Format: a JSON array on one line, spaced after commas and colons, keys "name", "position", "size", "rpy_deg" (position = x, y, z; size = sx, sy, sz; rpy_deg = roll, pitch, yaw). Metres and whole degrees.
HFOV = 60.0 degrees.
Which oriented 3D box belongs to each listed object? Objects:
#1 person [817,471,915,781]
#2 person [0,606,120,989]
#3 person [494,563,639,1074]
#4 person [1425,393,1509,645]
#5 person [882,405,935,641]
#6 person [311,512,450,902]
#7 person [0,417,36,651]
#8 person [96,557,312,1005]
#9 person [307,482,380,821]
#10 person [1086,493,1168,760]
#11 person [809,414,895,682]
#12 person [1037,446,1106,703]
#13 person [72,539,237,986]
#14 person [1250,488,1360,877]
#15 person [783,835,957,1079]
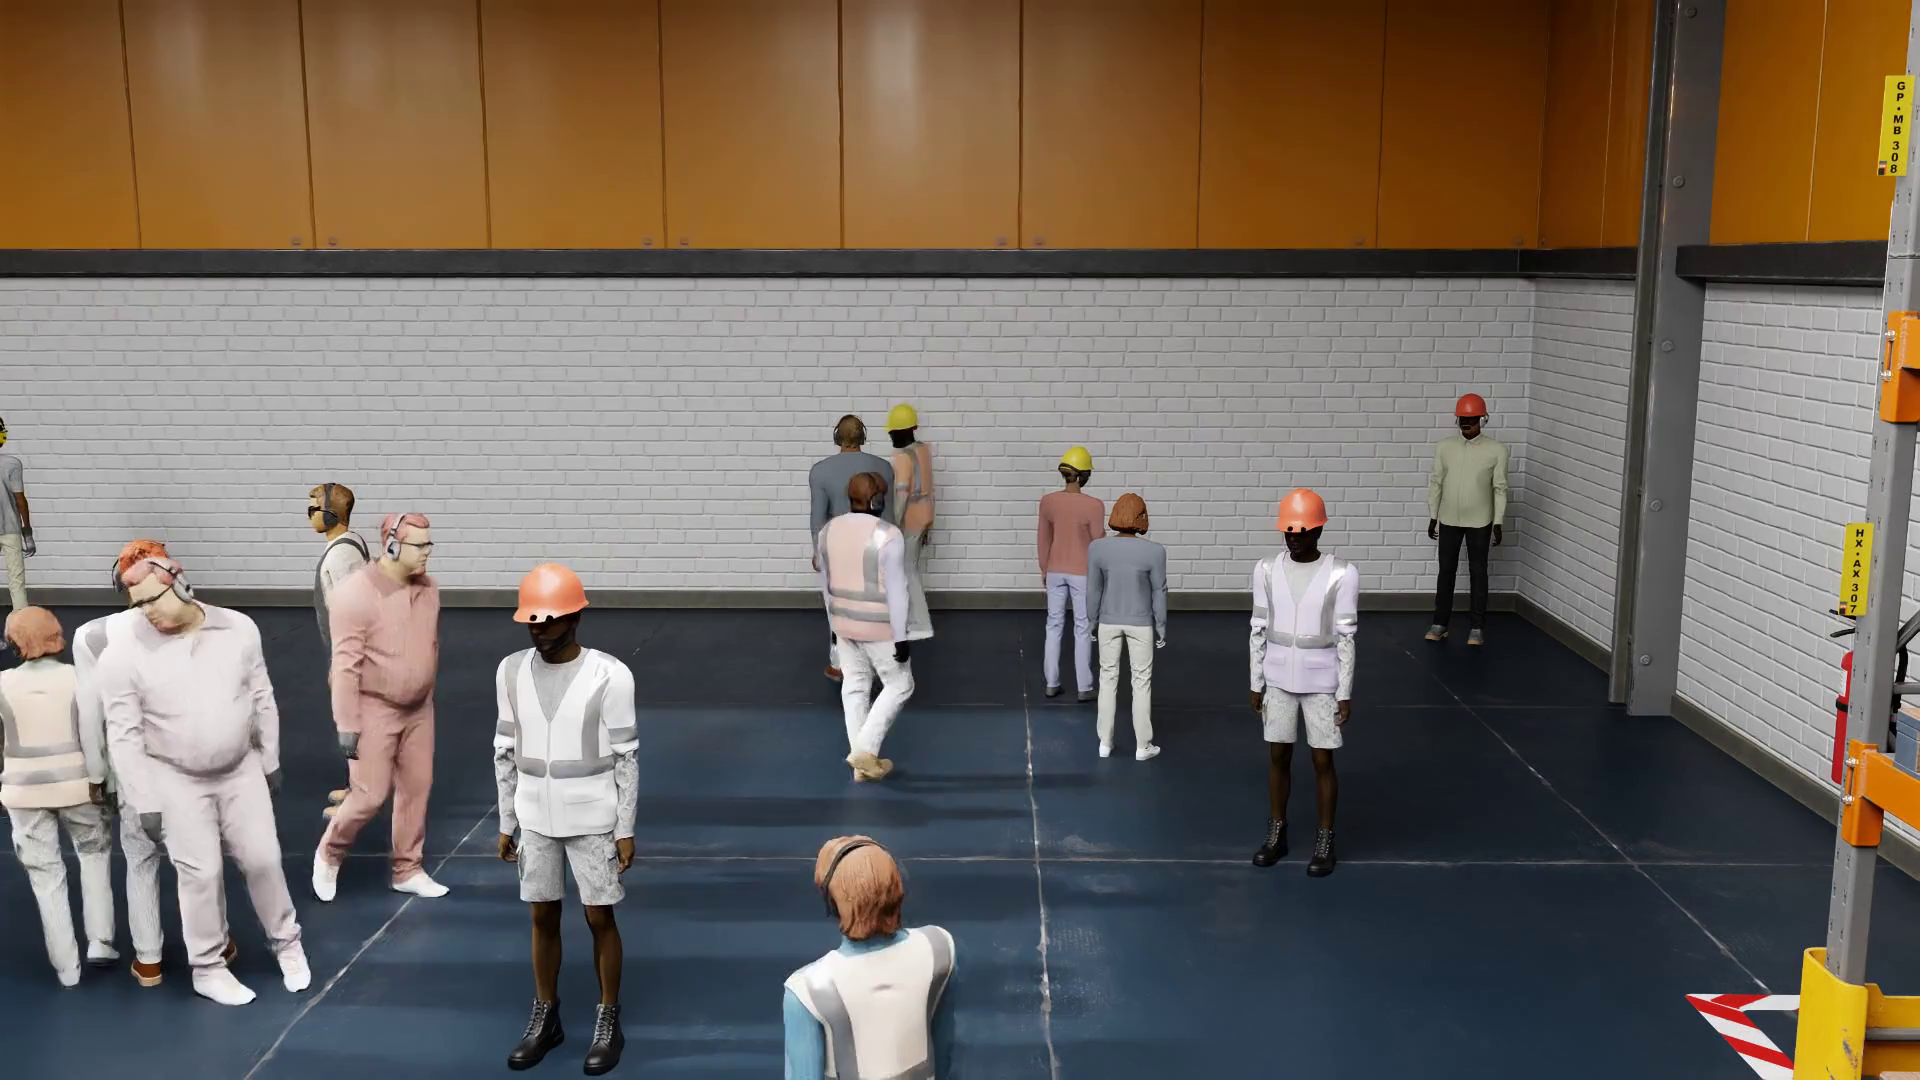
[{"name": "person", "position": [-0.531, 0.513, 9.622], "size": [0.653, 1.830, 0.434], "rpy_deg": [7, 12, 37]}, {"name": "person", "position": [-3.783, 1.067, 6.949], "size": [0.514, 1.618, 0.397], "rpy_deg": [-5, 11, -26]}, {"name": "person", "position": [-1.469, 1.036, 6.176], "size": [0.550, 1.935, 0.376], "rpy_deg": [2, 10, 10]}, {"name": "person", "position": [4.014, -0.166, 13.202], "size": [0.611, 1.996, 0.379], "rpy_deg": [6, 11, 31]}, {"name": "person", "position": [-0.396, -0.140, 13.389], "size": [0.547, 1.896, 0.646], "rpy_deg": [3, 10, 18]}, {"name": "person", "position": [-2.753, 0.789, 7.854], "size": [0.620, 1.876, 0.667], "rpy_deg": [4, 10, 24]}, {"name": "person", "position": [-7.401, -0.041, 12.831], "size": [0.510, 1.872, 0.329], "rpy_deg": [-1, 10, -4]}, {"name": "person", "position": [-3.051, 0.980, 6.760], "size": [0.441, 1.859, 0.713], "rpy_deg": [9, 13, 43]}, {"name": "person", "position": [-3.348, 0.601, 9.058], "size": [0.329, 1.844, 0.517], "rpy_deg": [-2, 10, -12]}, {"name": "person", "position": [1.016, 0.527, 10.136], "size": [0.507, 1.631, 0.266], "rpy_deg": [3, 10, 20]}, {"name": "person", "position": [-0.781, 0.059, 12.028], "size": [0.630, 1.940, 0.372], "rpy_deg": [-3, 10, -17]}, {"name": "person", "position": [0.783, 0.234, 11.490], "size": [0.527, 1.767, 0.331], "rpy_deg": [7, 11, 34]}, {"name": "person", "position": [-3.357, 0.930, 6.979], "size": [0.575, 1.882, 0.361], "rpy_deg": [-4, 10, -24]}, {"name": "person", "position": [1.678, 0.699, 8.223], "size": [0.540, 1.931, 0.382], "rpy_deg": [5, 11, 28]}, {"name": "person", "position": [-0.188, 1.536, 4.200], "size": [0.524, 1.599, 0.856], "rpy_deg": [-5, 11, -28]}]
